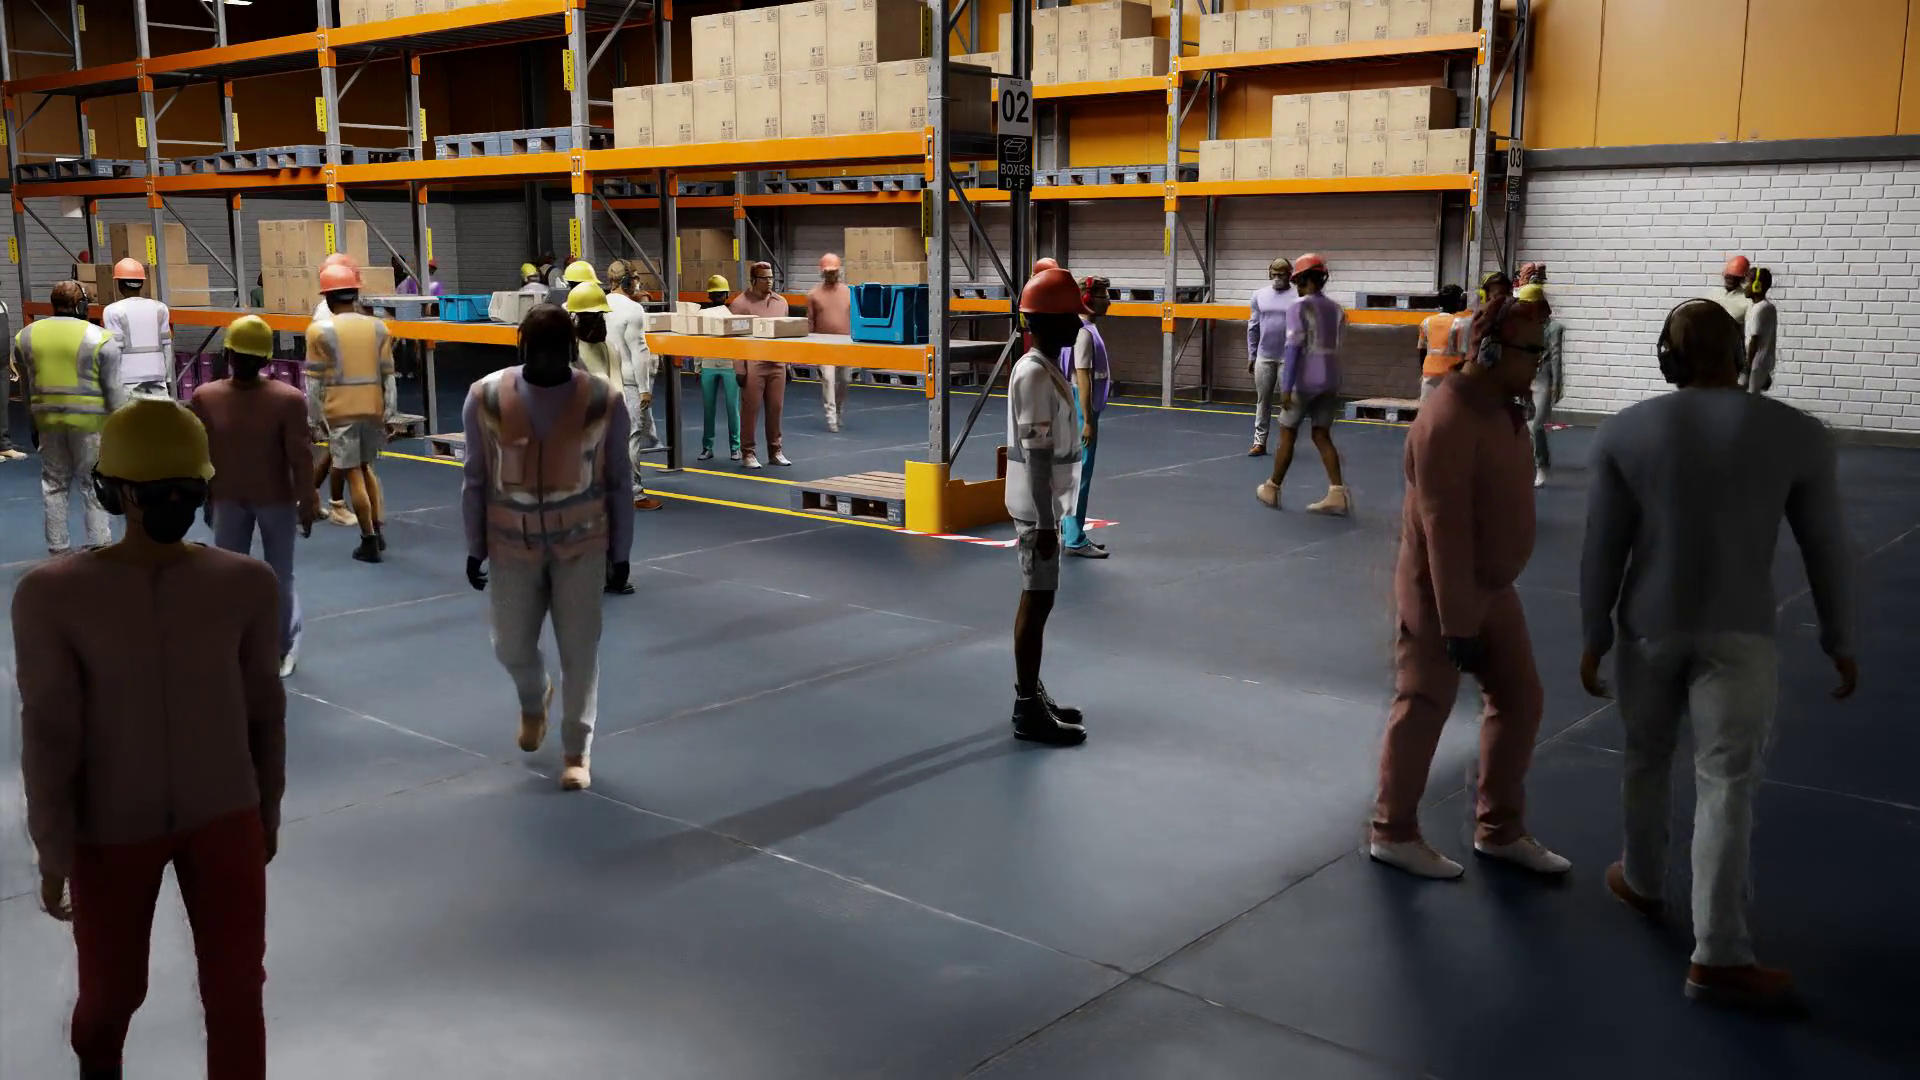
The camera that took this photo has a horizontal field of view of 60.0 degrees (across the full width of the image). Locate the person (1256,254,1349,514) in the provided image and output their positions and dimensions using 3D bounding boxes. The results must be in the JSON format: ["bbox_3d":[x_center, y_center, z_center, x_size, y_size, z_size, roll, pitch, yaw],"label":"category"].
[{"bbox_3d":[2.672,-1.194,12.767,0.704,1.978,0.901,-8,13,-37],"label":"person"}]

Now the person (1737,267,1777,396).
[{"bbox_3d":[7.074,-1.498,14.858,0.408,1.856,0.511,5,11,27],"label":"person"}]

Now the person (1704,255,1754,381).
[{"bbox_3d":[7.618,-1.852,16.589,0.822,1.944,0.643,-9,13,-41],"label":"person"}]

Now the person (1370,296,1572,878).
[{"bbox_3d":[1.650,0.187,5.212,0.738,1.866,0.685,7,12,36],"label":"person"}]

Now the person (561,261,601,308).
[{"bbox_3d":[-3.065,-1.280,13.433,0.388,1.922,0.590,-1,10,-7],"label":"person"}]

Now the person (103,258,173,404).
[{"bbox_3d":[-6.787,-1.350,13.755,0.364,1.939,0.542,7,12,36],"label":"person"}]

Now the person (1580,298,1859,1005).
[{"bbox_3d":[2.110,0.281,4.674,0.712,1.889,0.803,5,11,27],"label":"person"}]

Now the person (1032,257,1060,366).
[{"bbox_3d":[0.769,-1.649,15.472,0.366,1.935,0.543,8,13,40],"label":"person"}]

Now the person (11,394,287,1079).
[{"bbox_3d":[-1.667,0.555,3.462,0.524,1.741,0.756,-8,13,-38],"label":"person"}]

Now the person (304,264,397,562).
[{"bbox_3d":[-3.962,-0.811,10.762,0.594,1.908,0.546,9,13,41],"label":"person"}]

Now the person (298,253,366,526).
[{"bbox_3d":[-4.575,-1.072,12.044,0.725,1.990,0.687,-1,10,-6],"label":"person"}]

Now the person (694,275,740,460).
[{"bbox_3d":[-2.291,-1.636,15.877,0.522,1.768,0.312,1,10,3],"label":"person"}]

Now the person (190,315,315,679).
[{"bbox_3d":[-3.204,-0.158,7.574,0.542,1.722,0.759,-2,10,-11],"label":"person"}]

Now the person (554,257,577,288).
[{"bbox_3d":[-6.203,-3.575,26.579,0.337,1.882,0.584,8,13,39],"label":"person"}]

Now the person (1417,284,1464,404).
[{"bbox_3d":[4.484,-1.517,15.398,0.318,1.693,0.539,-8,13,-40],"label":"person"}]

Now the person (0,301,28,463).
[{"bbox_3d":[-9.157,-1.654,15.754,0.346,1.847,0.505,2,10,11],"label":"person"}]

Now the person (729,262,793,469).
[{"bbox_3d":[-1.809,-1.606,15.348,0.636,1.900,0.402,-9,14,-43],"label":"person"}]

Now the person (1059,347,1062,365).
[{"bbox_3d":[1.016,-1.975,18.009,0.535,1.697,0.318,-6,12,-32],"label":"person"}]

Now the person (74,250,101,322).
[{"bbox_3d":[-13.028,-3.342,24.938,0.623,1.992,0.396,8,13,40],"label":"person"}]

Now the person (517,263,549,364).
[{"bbox_3d":[-6.041,-3.036,23.707,0.576,1.813,0.605,8,13,39],"label":"person"}]

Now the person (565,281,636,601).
[{"bbox_3d":[-2.114,-0.561,9.566,0.404,1.831,0.600,5,11,25],"label":"person"}]

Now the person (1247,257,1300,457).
[{"bbox_3d":[3.084,-1.761,16.115,0.627,1.934,0.372,4,11,24],"label":"person"}]

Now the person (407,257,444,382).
[{"bbox_3d":[-8.079,-3.343,25.199,0.593,1.902,0.470,1,10,6],"label":"person"}]

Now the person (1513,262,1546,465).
[{"bbox_3d":[5.212,-1.604,15.339,0.402,1.896,0.651,-2,10,-10],"label":"person"}]

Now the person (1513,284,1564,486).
[{"bbox_3d":[4.819,-1.291,14.018,0.390,1.721,0.501,-8,13,-38],"label":"person"}]

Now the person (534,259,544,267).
[{"bbox_3d":[-7.410,-4.064,29.496,0.634,1.839,0.429,-4,11,-23],"label":"person"}]

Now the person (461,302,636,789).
[{"bbox_3d":[-1.543,0.016,6.294,0.641,1.826,0.512,-2,10,-9],"label":"person"}]

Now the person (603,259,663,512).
[{"bbox_3d":[-2.582,-1.181,12.795,0.631,1.939,0.369,9,14,43],"label":"person"}]

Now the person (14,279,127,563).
[{"bbox_3d":[-5.495,-0.696,10.359,0.634,1.831,0.429,0,10,0],"label":"person"}]

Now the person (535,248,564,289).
[{"bbox_3d":[-7.273,-4.170,29.525,0.674,2.000,0.535,1,10,7],"label":"person"}]

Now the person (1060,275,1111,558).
[{"bbox_3d":[0.801,-0.810,10.949,0.373,1.843,0.572,0,10,1],"label":"person"}]

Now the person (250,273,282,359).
[{"bbox_3d":[-11.461,-3.621,27.554,0.498,1.633,0.282,-2,10,-9],"label":"person"}]

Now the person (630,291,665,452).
[{"bbox_3d":[-3.233,-1.715,16.812,0.874,1.594,0.528,9,13,41],"label":"person"}]

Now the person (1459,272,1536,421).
[{"bbox_3d":[4.008,-1.049,12.323,0.544,1.834,0.823,-3,10,-14],"label":"person"}]

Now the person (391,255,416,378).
[{"bbox_3d":[-8.720,-3.489,25.992,0.587,1.920,0.390,2,10,11],"label":"person"}]

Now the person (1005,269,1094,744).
[{"bbox_3d":[0.365,-0.139,6.866,0.357,1.938,0.542,1,10,3],"label":"person"}]

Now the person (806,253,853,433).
[{"bbox_3d":[-1.412,-2.203,18.519,0.606,1.975,0.813,-2,10,-13],"label":"person"}]
